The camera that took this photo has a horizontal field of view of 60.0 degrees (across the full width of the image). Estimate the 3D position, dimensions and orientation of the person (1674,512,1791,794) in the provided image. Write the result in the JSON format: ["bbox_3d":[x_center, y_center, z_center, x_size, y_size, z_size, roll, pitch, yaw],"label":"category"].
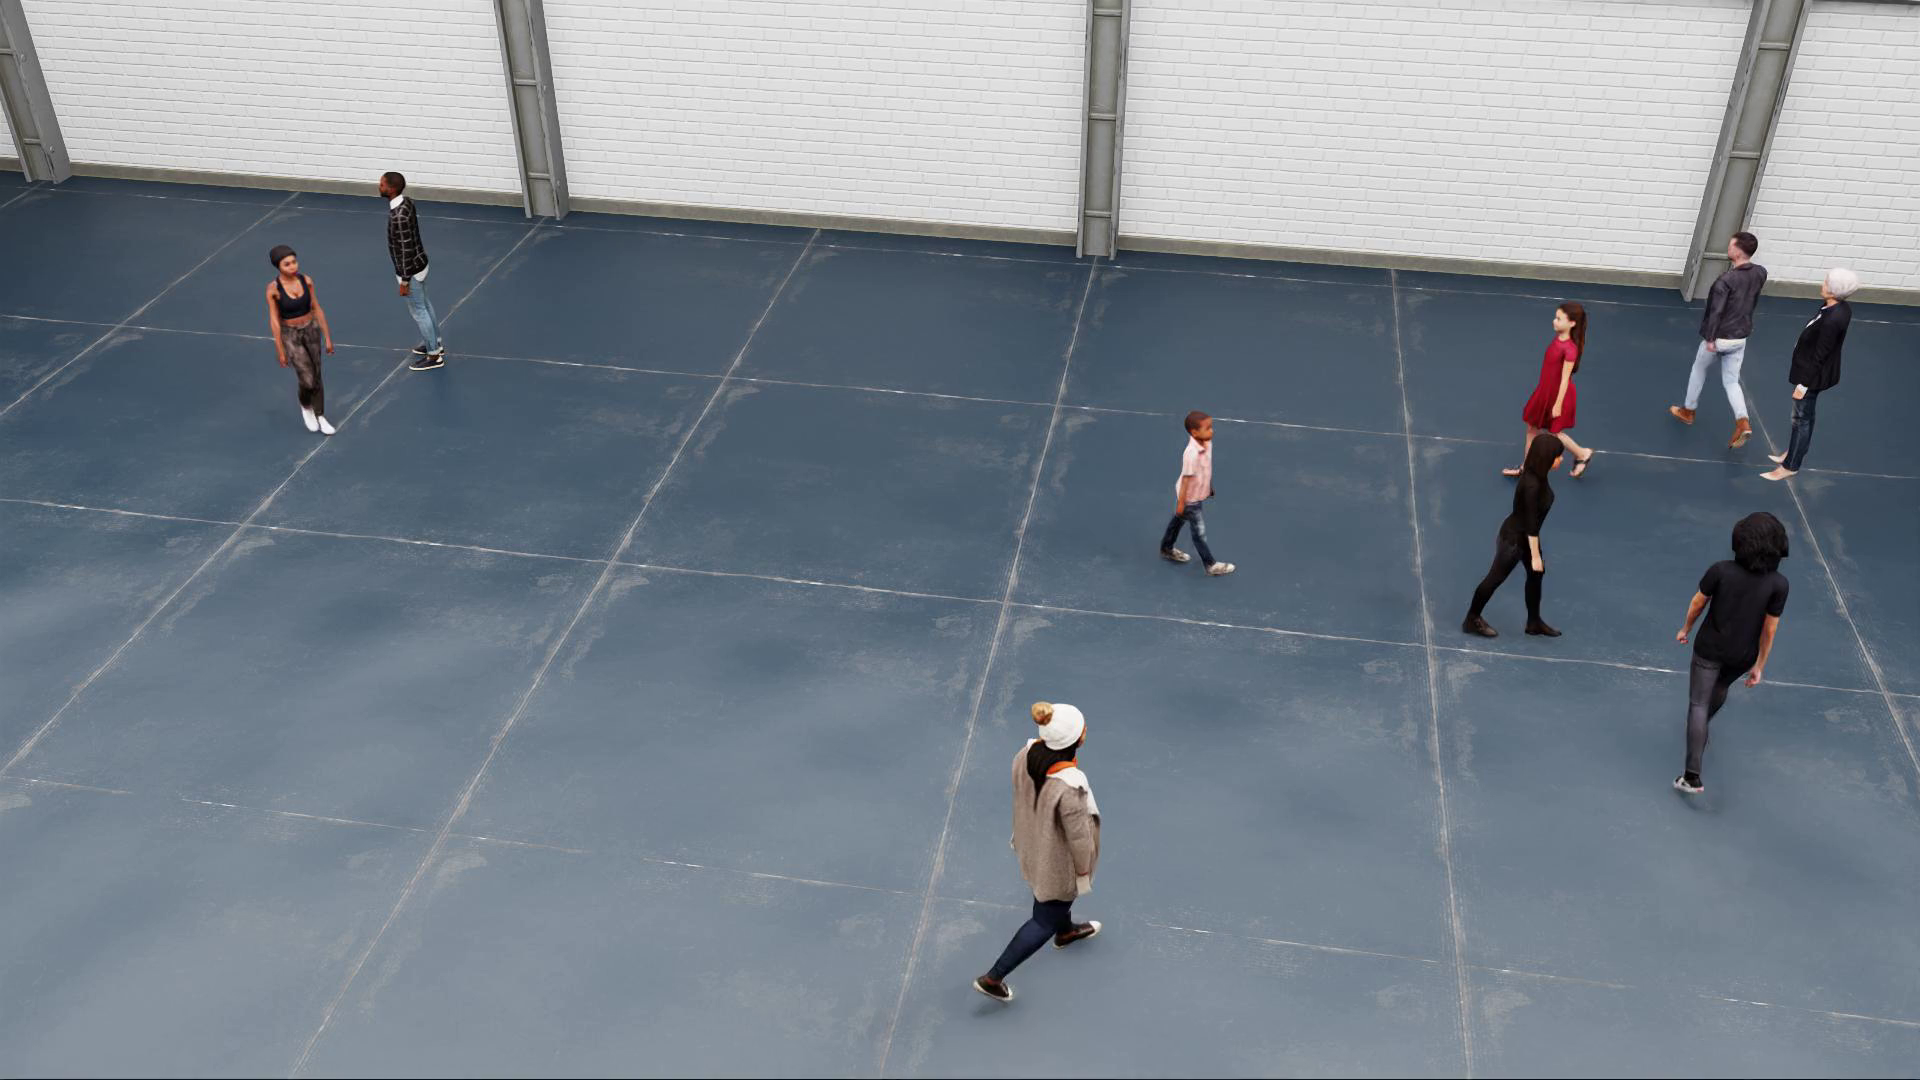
[{"bbox_3d":[4.630,0.719,10.067,1.153,1.791,0.849,11,35,16],"label":"person"}]

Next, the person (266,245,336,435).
[{"bbox_3d":[-5.484,-1.666,13.748,0.773,1.688,0.725,26,42,34],"label":"person"}]

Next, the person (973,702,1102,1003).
[{"bbox_3d":[0.394,1.623,8.644,1.247,1.862,1.147,-18,37,-24],"label":"person"}]

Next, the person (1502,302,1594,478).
[{"bbox_3d":[4.758,-1.146,13.106,0.949,1.534,0.669,-1,34,-2],"label":"person"}]

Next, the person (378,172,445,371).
[{"bbox_3d":[-4.845,-2.398,14.731,0.664,1.820,0.724,-4,34,-6],"label":"person"}]

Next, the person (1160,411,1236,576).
[{"bbox_3d":[1.629,-0.361,12.152,0.881,1.282,0.651,14,36,20],"label":"person"}]

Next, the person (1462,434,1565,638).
[{"bbox_3d":[3.717,-0.013,11.328,0.947,1.616,0.729,17,37,23],"label":"person"}]

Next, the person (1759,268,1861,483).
[{"bbox_3d":[6.415,-1.269,12.527,0.737,1.781,0.832,21,39,28],"label":"person"}]

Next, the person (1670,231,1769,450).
[{"bbox_3d":[6.307,-1.609,13.563,1.174,1.799,1.043,-8,34,-11],"label":"person"}]
